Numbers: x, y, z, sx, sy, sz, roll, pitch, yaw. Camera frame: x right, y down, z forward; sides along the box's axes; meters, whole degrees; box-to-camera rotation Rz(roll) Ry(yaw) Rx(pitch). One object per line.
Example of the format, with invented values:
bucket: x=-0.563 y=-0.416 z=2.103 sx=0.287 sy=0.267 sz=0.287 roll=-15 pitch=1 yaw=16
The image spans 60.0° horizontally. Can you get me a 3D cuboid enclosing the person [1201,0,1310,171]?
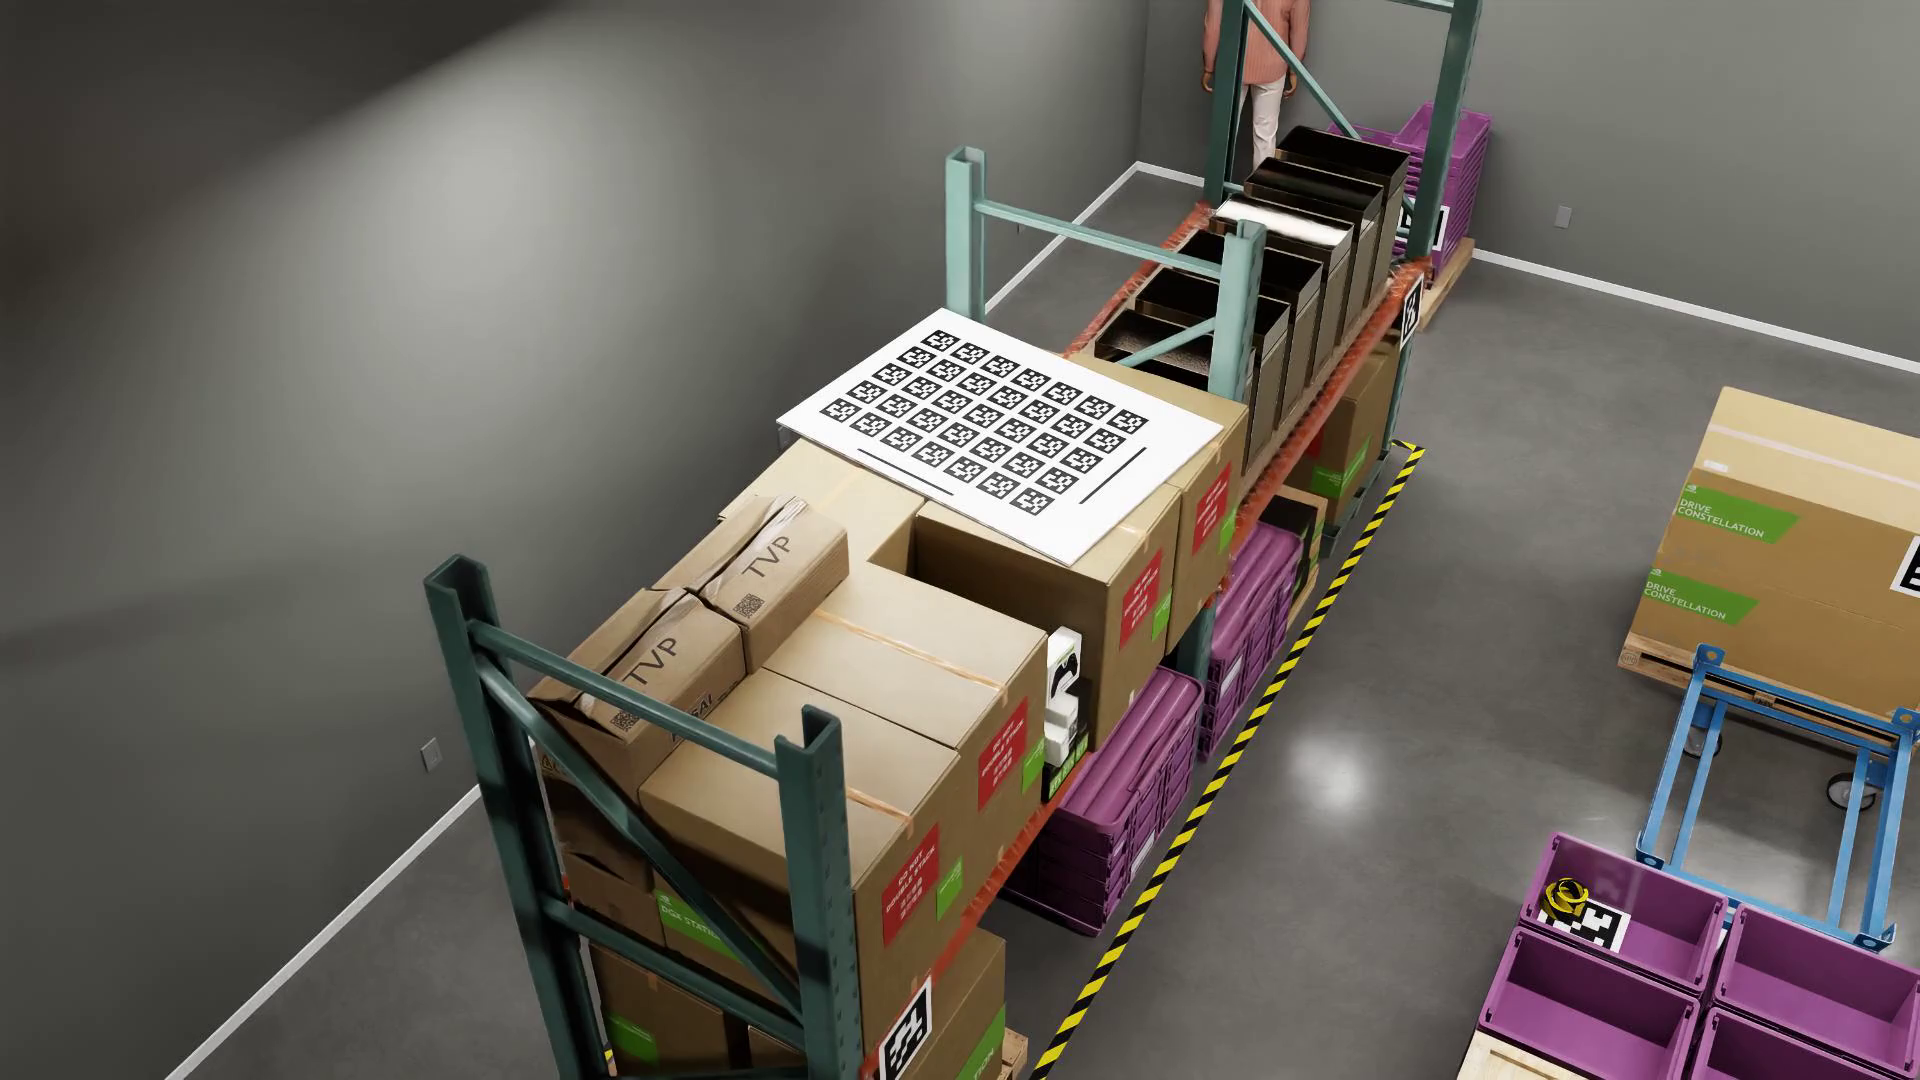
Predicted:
person: x=1.740 y=-2.830 z=9.926 sx=0.612 sy=1.995 sz=0.382 roll=4 pitch=40 yaw=5
